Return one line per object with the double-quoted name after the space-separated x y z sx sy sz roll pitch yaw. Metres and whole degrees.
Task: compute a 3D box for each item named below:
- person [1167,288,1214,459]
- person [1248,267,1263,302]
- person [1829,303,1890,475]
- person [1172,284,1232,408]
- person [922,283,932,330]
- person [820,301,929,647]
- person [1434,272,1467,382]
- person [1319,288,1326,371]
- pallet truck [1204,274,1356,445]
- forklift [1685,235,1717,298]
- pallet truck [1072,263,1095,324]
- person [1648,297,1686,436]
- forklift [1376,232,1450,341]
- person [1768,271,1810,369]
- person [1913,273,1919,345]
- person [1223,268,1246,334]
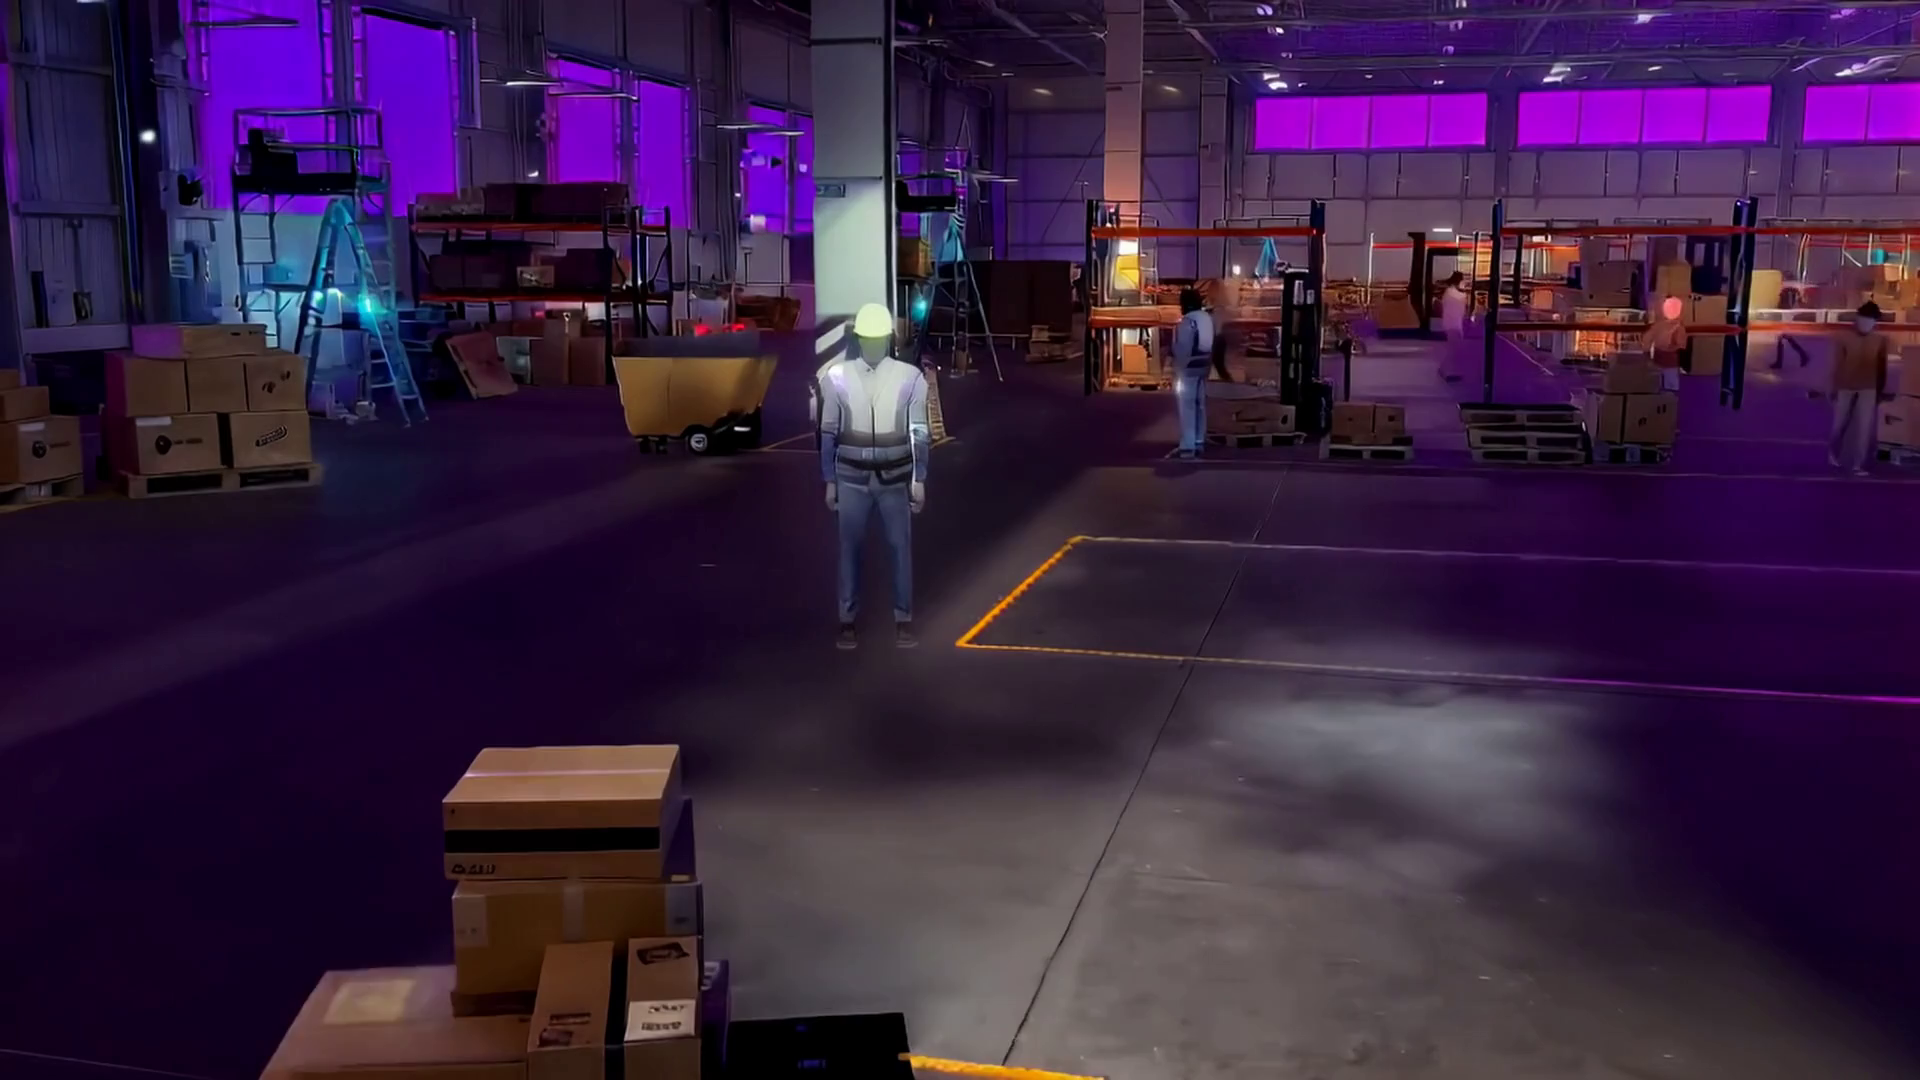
2.488 -1.798 18.042 0.429 1.843 0.633 7 12 36 "person"
9.583 -7.937 54.105 0.609 1.868 0.453 -9 13 -44 "person"
9.137 -1.560 16.960 0.532 1.725 0.875 2 10 12 "person"
3.535 -2.724 23.642 0.970 1.794 0.511 -3 10 -16 "person"
-0.888 -7.320 50.310 0.544 1.929 0.388 -7 12 -37 "person"
-0.478 -0.352 9.267 0.603 1.939 0.421 0 10 -2 "person"
8.702 -3.737 29.211 0.432 1.926 0.653 7 12 37 "person"
6.837 -4.117 32.012 0.485 1.738 0.321 -3 10 -19 "person"
3.653 -2.138 19.590 1.885 1.965 0.823 -4 10 -20 "pallet truck"
21.806 -7.606 49.187 1.873 2.768 1.129 -3 10 -19 "forklift"
4.325 -8.180 55.162 0.823 1.965 1.885 6 11 31 "pallet truck"
8.648 -2.115 20.334 0.317 1.695 0.540 -4 11 -24 "person"
11.835 -6.584 43.170 1.873 2.768 1.129 2 10 14 "forklift"
16.196 -4.265 32.375 0.550 1.921 0.671 -5 11 -28 "person"
18.174 -4.112 31.441 0.392 1.920 0.591 3 10 16 "person"
7.759 -6.761 47.124 0.647 1.901 1.003 3 10 20 "person"
